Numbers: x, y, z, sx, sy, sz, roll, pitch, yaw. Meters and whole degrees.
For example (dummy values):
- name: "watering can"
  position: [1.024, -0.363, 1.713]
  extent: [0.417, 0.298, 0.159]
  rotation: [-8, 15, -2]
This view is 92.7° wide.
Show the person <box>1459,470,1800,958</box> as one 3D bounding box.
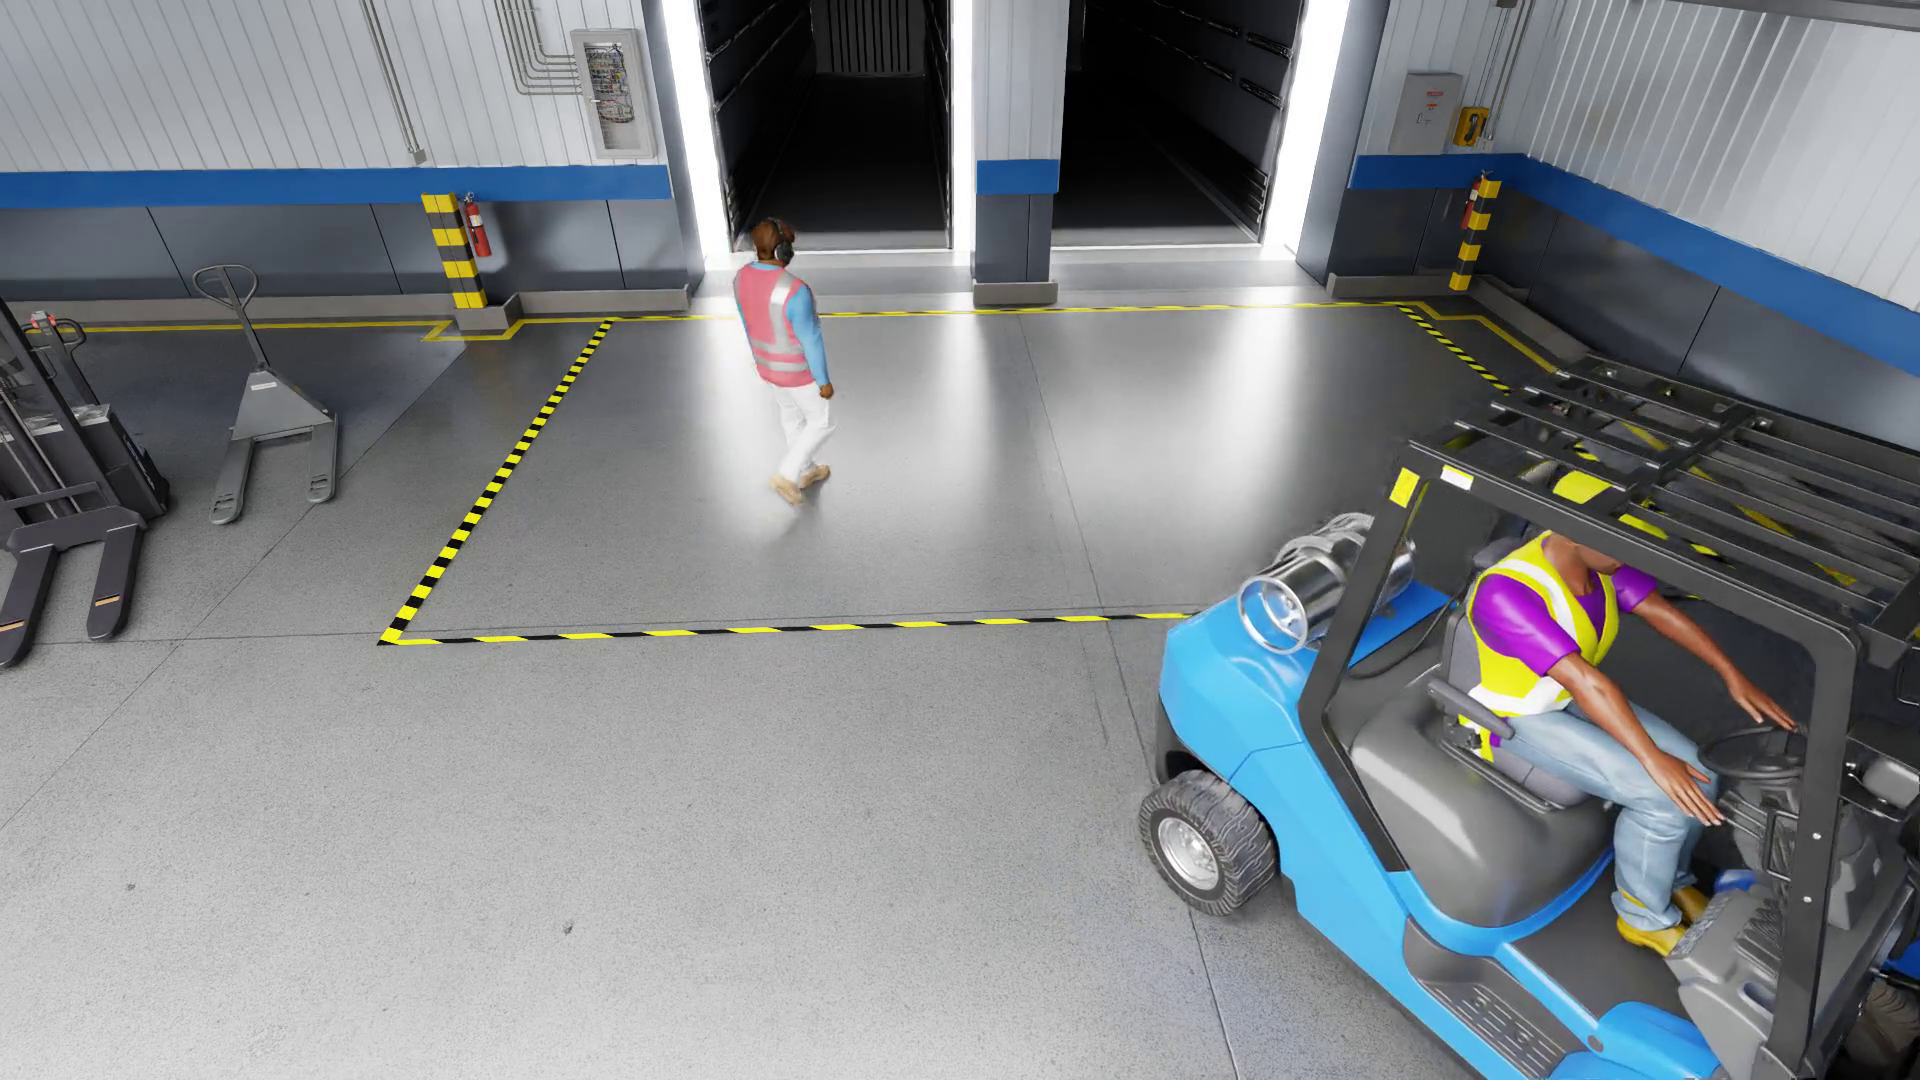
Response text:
- name: "person"
  position: [1.942, 0.518, 2.607]
  extent: [0.635, 1.293, 1.004]
  rotation: [-22, 41, -29]

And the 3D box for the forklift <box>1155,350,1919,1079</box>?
- name: "forklift"
  position: [1.913, 0.641, 2.757]
  extent: [1.157, 2.036, 2.680]
  rotation: [-22, 41, -29]

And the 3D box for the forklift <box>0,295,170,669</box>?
- name: "forklift"
  position: [-5.212, -0.618, 4.878]
  extent: [0.823, 1.965, 1.885]
  rotation: [-20, 39, -26]

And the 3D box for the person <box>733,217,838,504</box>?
- name: "person"
  position: [-1.059, -1.049, 5.645]
  extent: [0.631, 1.817, 0.645]
  rotation: [27, 43, 33]

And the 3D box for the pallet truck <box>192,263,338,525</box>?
- name: "pallet truck"
  position: [-4.778, -1.027, 6.128]
  extent: [0.680, 1.201, 1.601]
  rotation: [-17, 38, -23]
